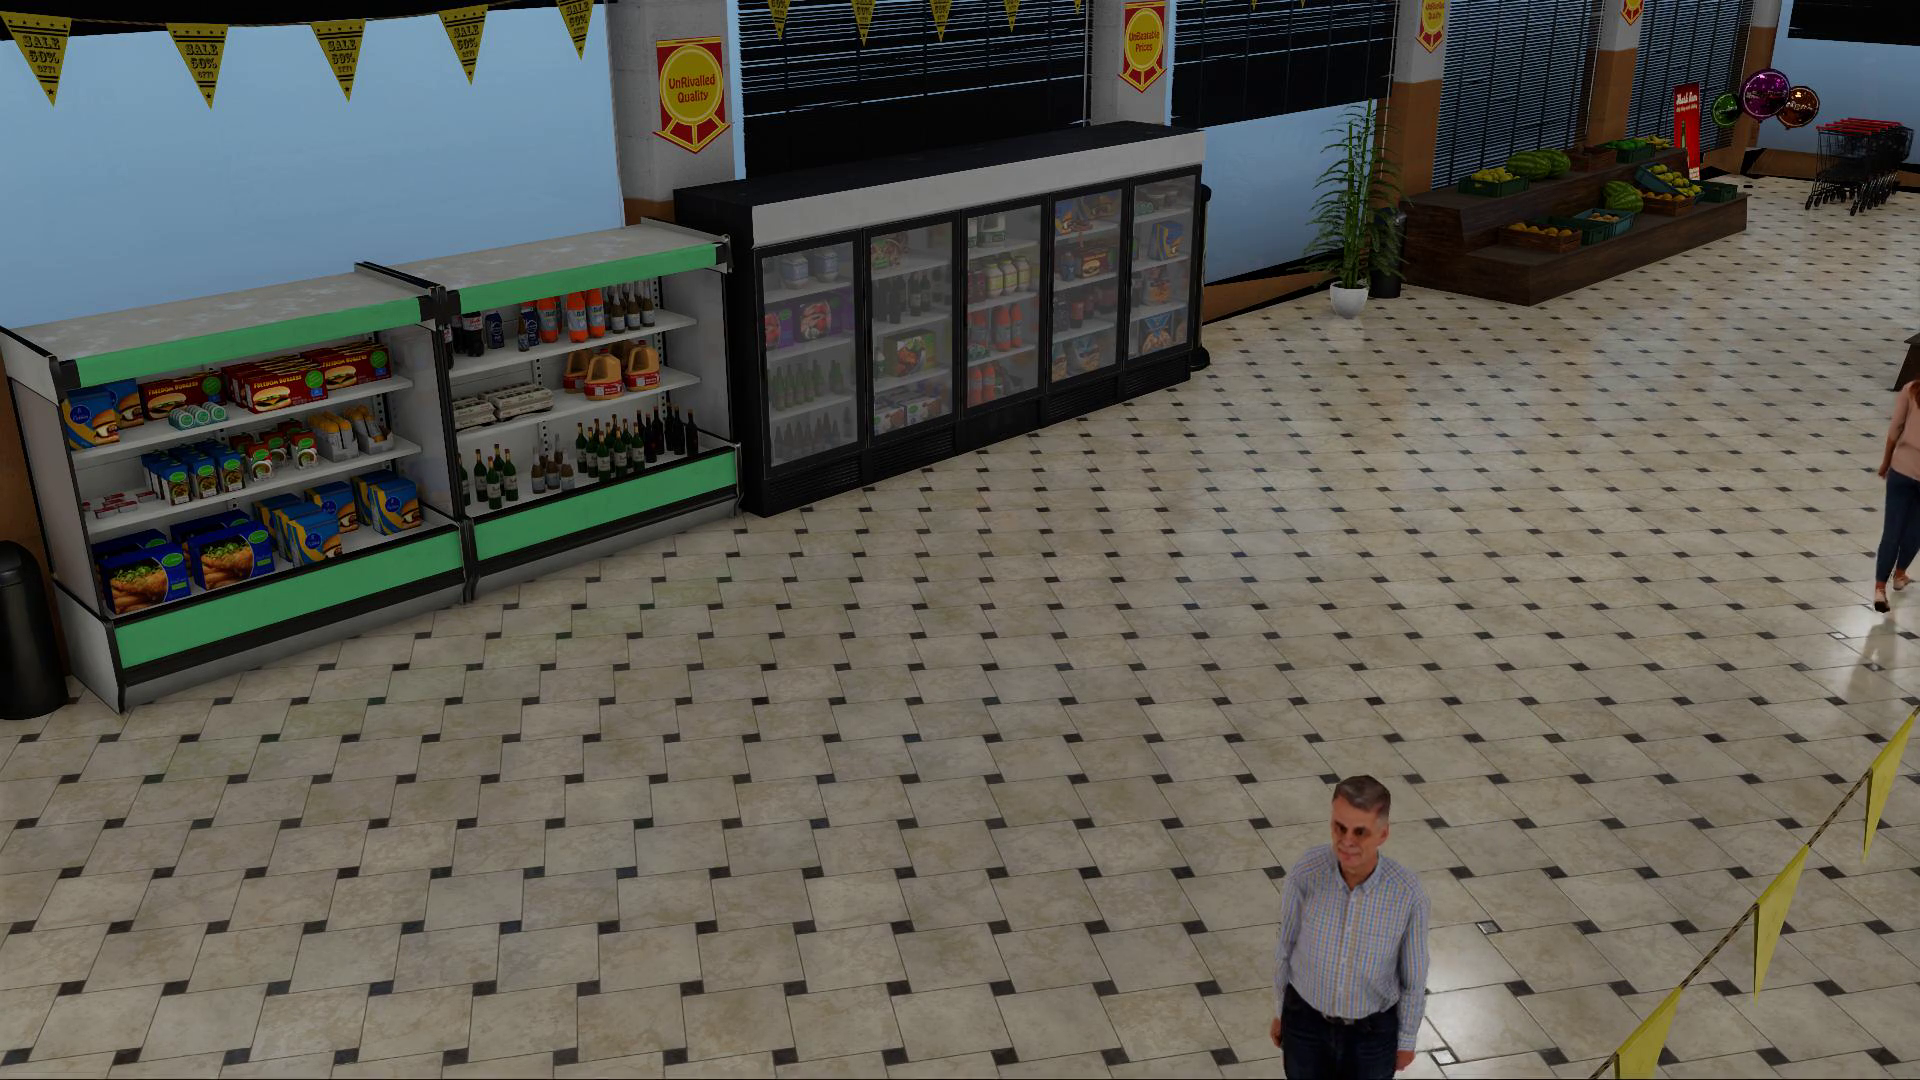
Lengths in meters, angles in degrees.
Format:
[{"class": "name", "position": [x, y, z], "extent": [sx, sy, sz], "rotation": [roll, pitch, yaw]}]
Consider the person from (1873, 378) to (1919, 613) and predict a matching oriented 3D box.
[{"class": "person", "position": [5.998, -0.371, 10.450], "extent": [0.677, 1.750, 1.159], "rotation": [16, 27, 34]}]

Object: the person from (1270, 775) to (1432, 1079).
[{"class": "person", "position": [1.299, 1.563, 5.563], "extent": [0.848, 1.804, 1.069], "rotation": [11, 24, 25]}]
